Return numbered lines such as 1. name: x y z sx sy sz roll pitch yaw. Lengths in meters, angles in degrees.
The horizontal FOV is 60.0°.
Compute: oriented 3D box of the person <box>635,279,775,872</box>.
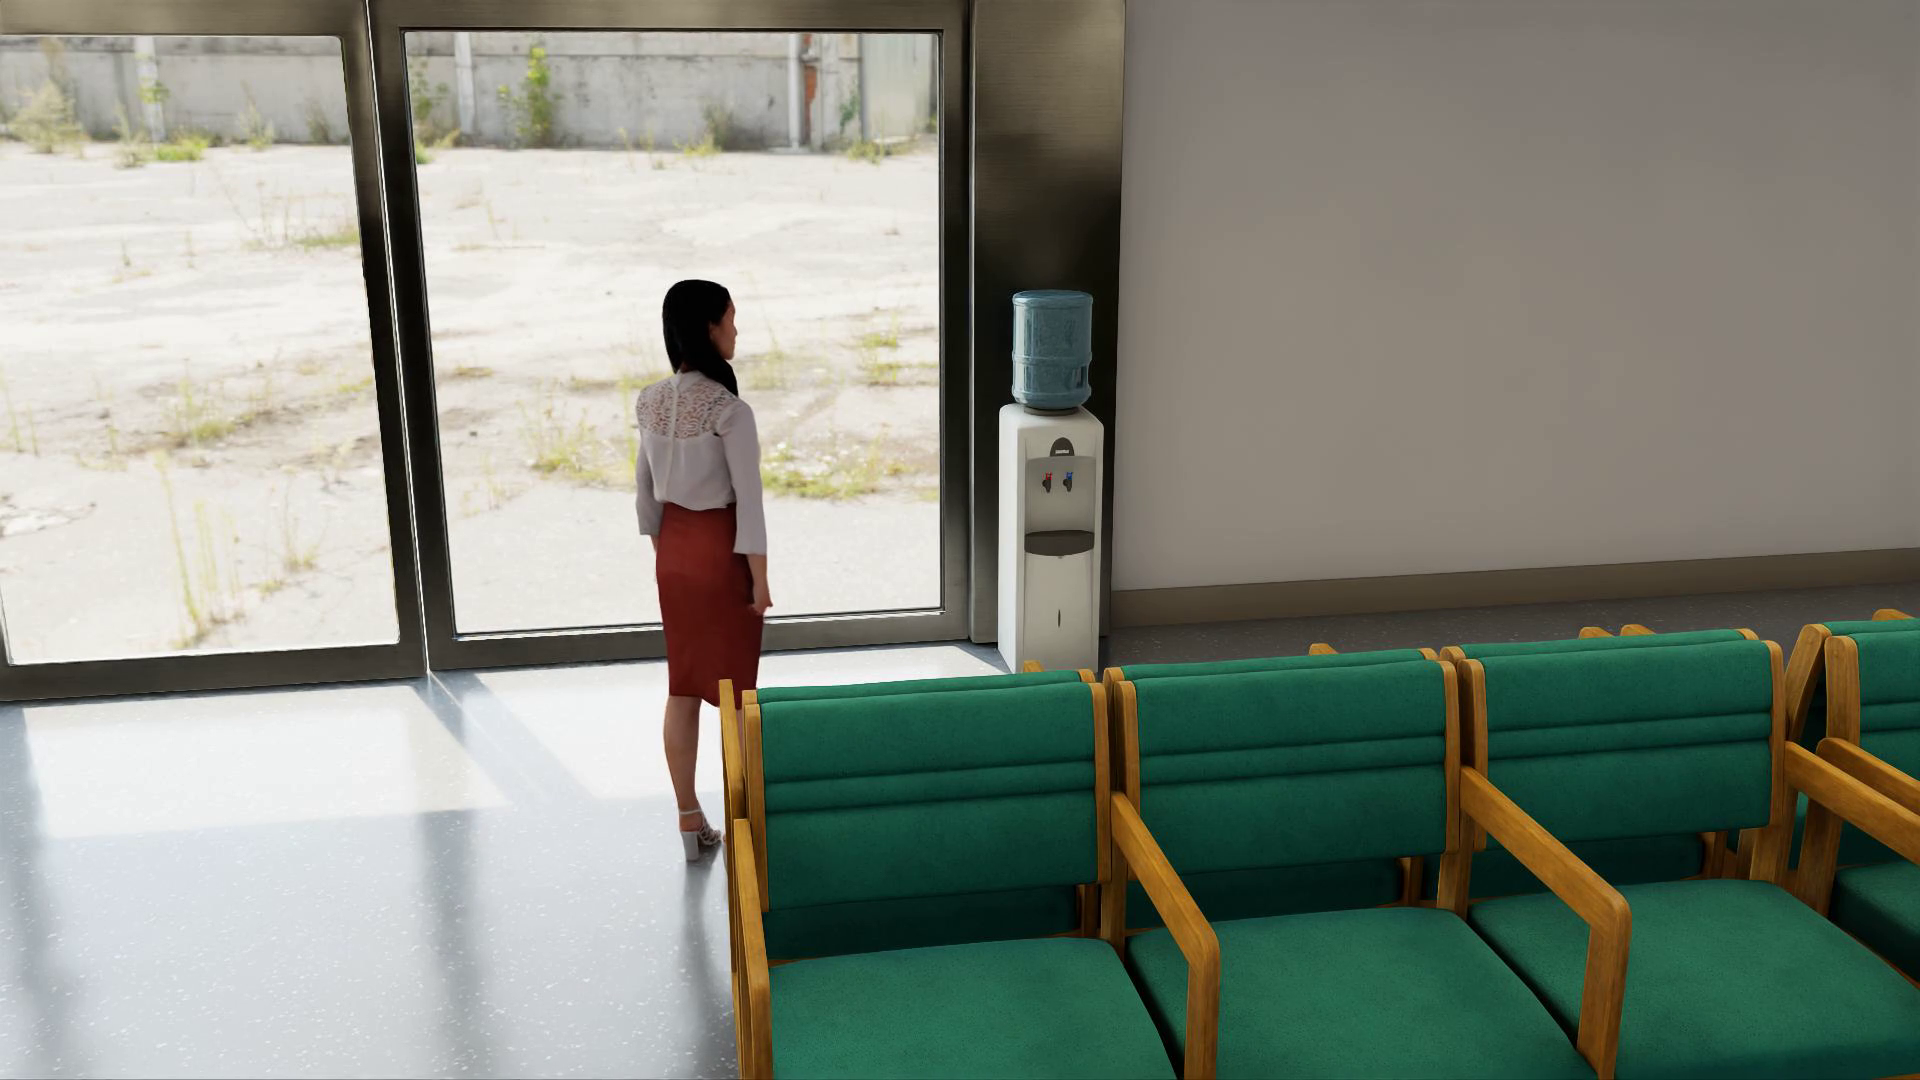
1. person: -0.734 0.120 4.851 0.659 1.751 0.723 11 19 34
